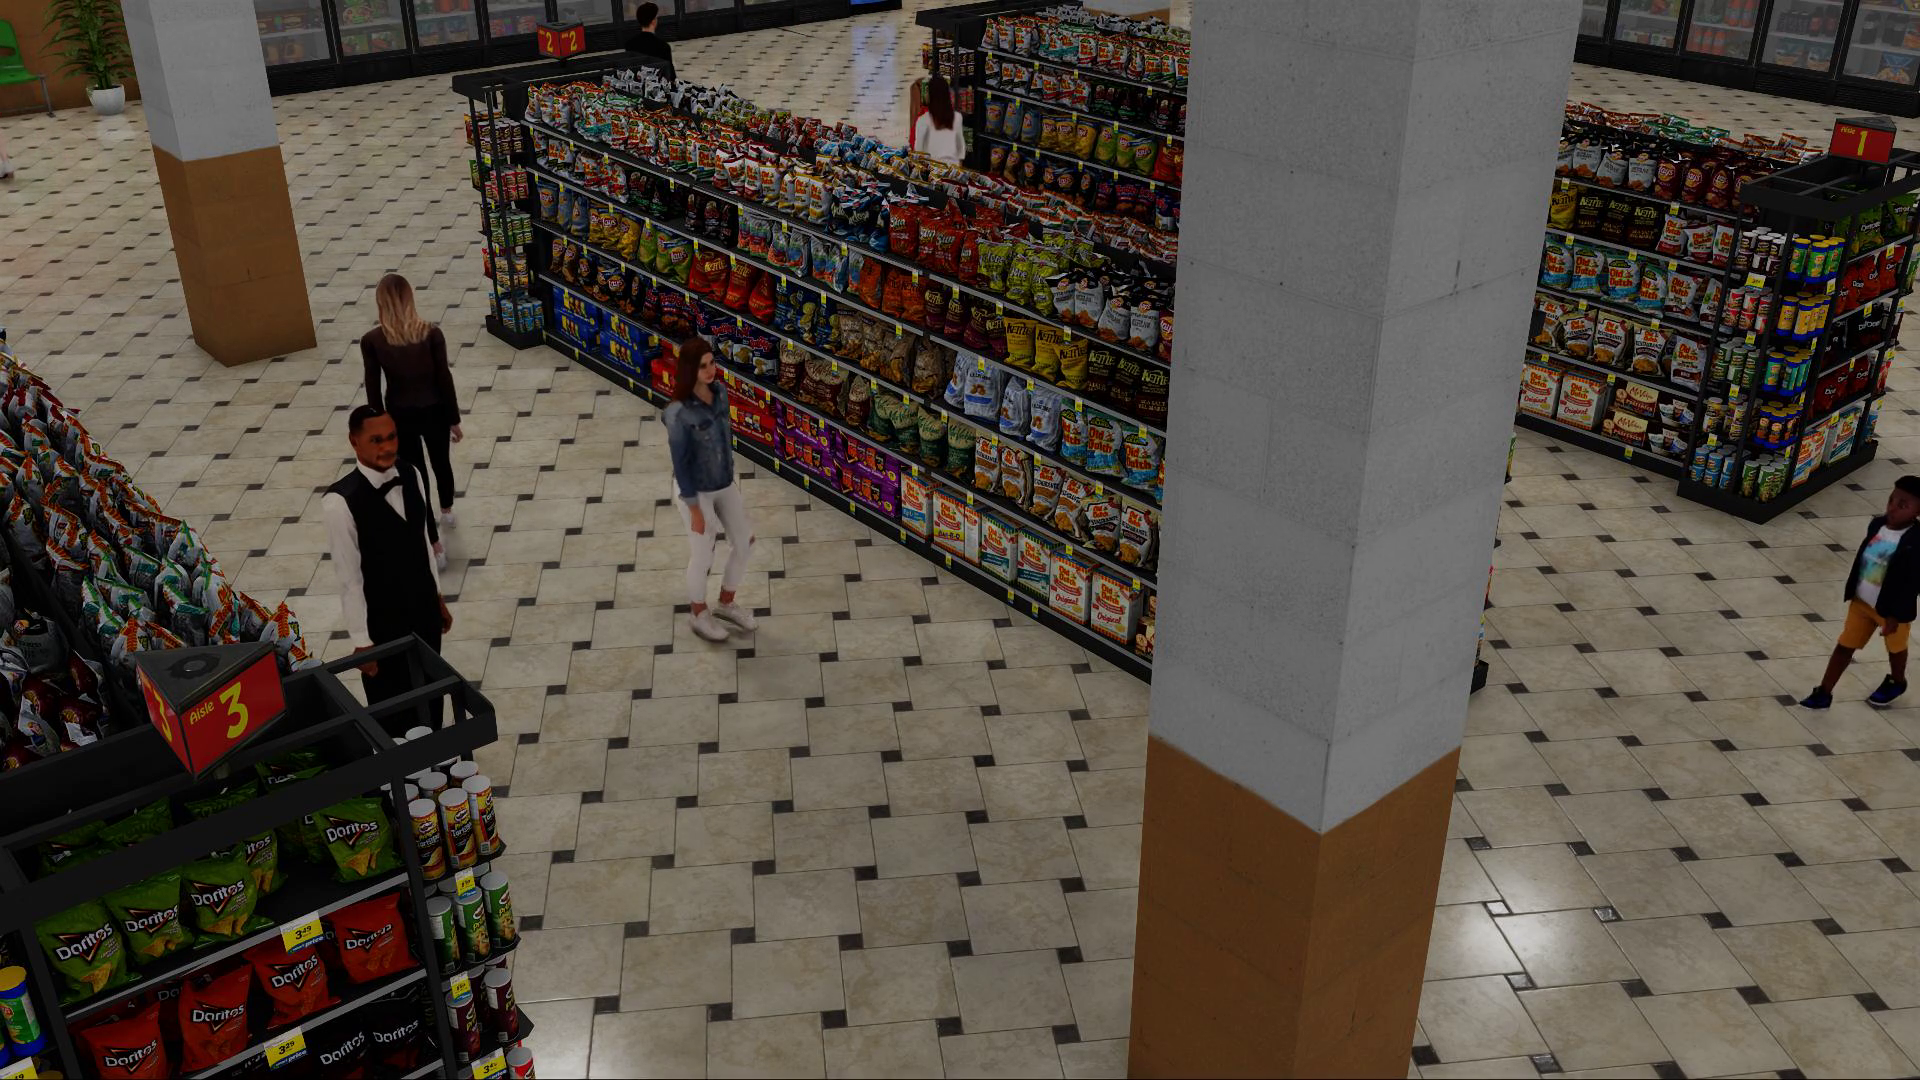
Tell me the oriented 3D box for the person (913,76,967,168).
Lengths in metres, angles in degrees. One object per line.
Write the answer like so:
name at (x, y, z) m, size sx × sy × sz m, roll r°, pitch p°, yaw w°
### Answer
person at (-0.134, -3.058, 14.133) m, size 0.720 × 1.662 × 1.008 m, roll -16°, pitch 31°, yaw -28°

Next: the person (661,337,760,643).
person at (-1.375, -0.258, 8.588) m, size 0.690 × 1.684 × 0.706 m, roll 16°, pitch 31°, yaw 29°

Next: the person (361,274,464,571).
person at (-3.038, -0.622, 9.319) m, size 0.868 × 1.671 × 1.098 m, roll -9°, pitch 28°, yaw -17°

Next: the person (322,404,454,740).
person at (-2.456, 0.301, 7.230) m, size 0.735 × 1.916 × 0.777 m, roll 13°, pitch 30°, yaw 24°

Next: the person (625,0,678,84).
person at (-2.998, -4.286, 16.299) m, size 0.731 × 1.894 × 0.849 m, roll 9°, pitch 28°, yaw 18°

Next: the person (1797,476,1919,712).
person at (4.511, 0.281, 8.016) m, size 0.708 × 1.240 × 0.877 m, roll -12°, pitch 29°, yaw -23°

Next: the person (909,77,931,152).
person at (-0.394, -3.782, 16.006) m, size 0.607 × 1.261 × 0.756 m, roll -24°, pitch 36°, yaw -39°

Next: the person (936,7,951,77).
person at (-0.132, -5.668, 19.747) m, size 0.679 × 1.240 × 0.945 m, roll -12°, pitch 29°, yaw -21°
